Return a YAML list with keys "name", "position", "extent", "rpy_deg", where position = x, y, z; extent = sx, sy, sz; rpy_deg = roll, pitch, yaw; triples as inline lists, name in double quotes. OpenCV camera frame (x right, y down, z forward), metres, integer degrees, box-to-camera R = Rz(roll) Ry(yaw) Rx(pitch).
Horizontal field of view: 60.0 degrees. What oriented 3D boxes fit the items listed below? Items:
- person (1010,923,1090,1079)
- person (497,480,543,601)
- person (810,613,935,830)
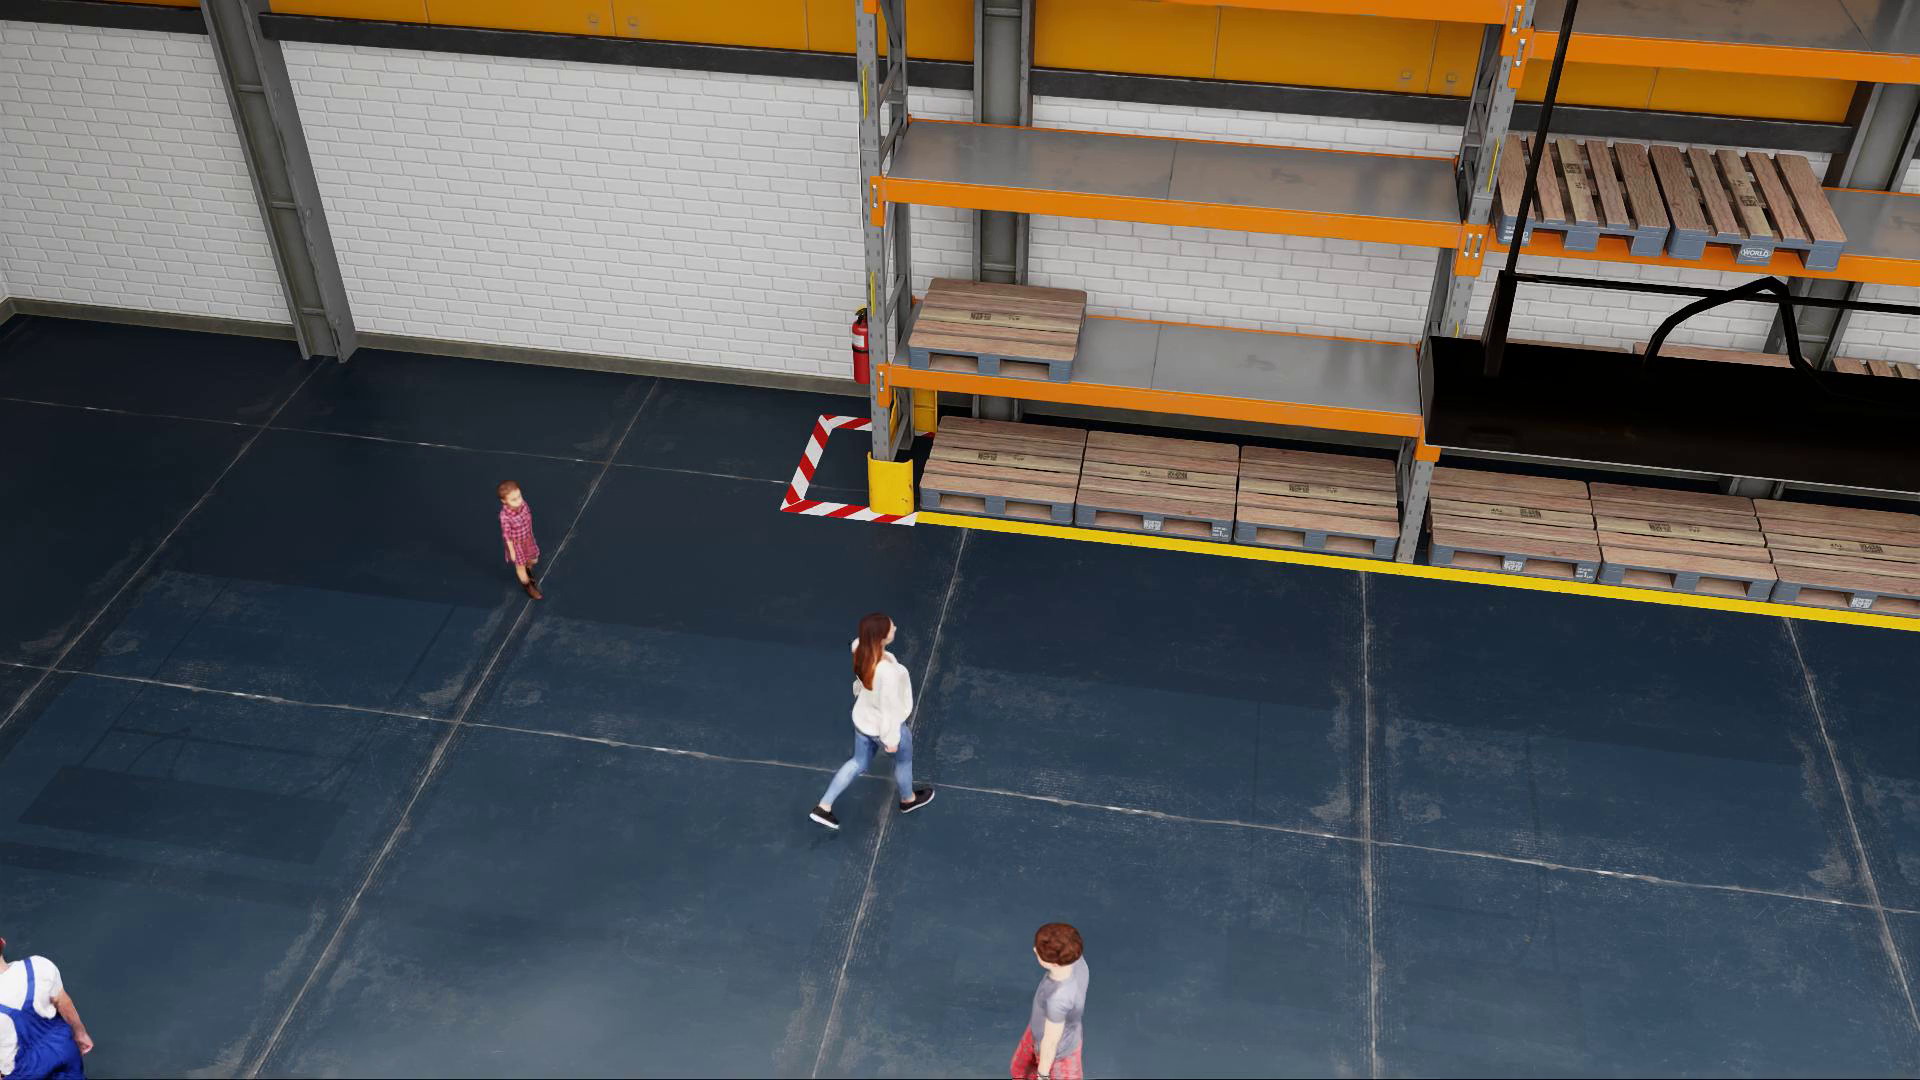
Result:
- name: "person"
  position: [0.562, 2.513, 8.232]
  extent: [1.081, 1.623, 0.606]
  rpy_deg: [7, 39, 9]
- name: "person"
  position: [-3.181, -0.026, 11.898]
  extent: [0.578, 1.016, 0.516]
  rpy_deg: [25, 45, 28]
- name: "person"
  position: [-0.548, 1.121, 9.939]
  extent: [1.134, 1.668, 1.042]
  rpy_deg: [-21, 43, -24]
